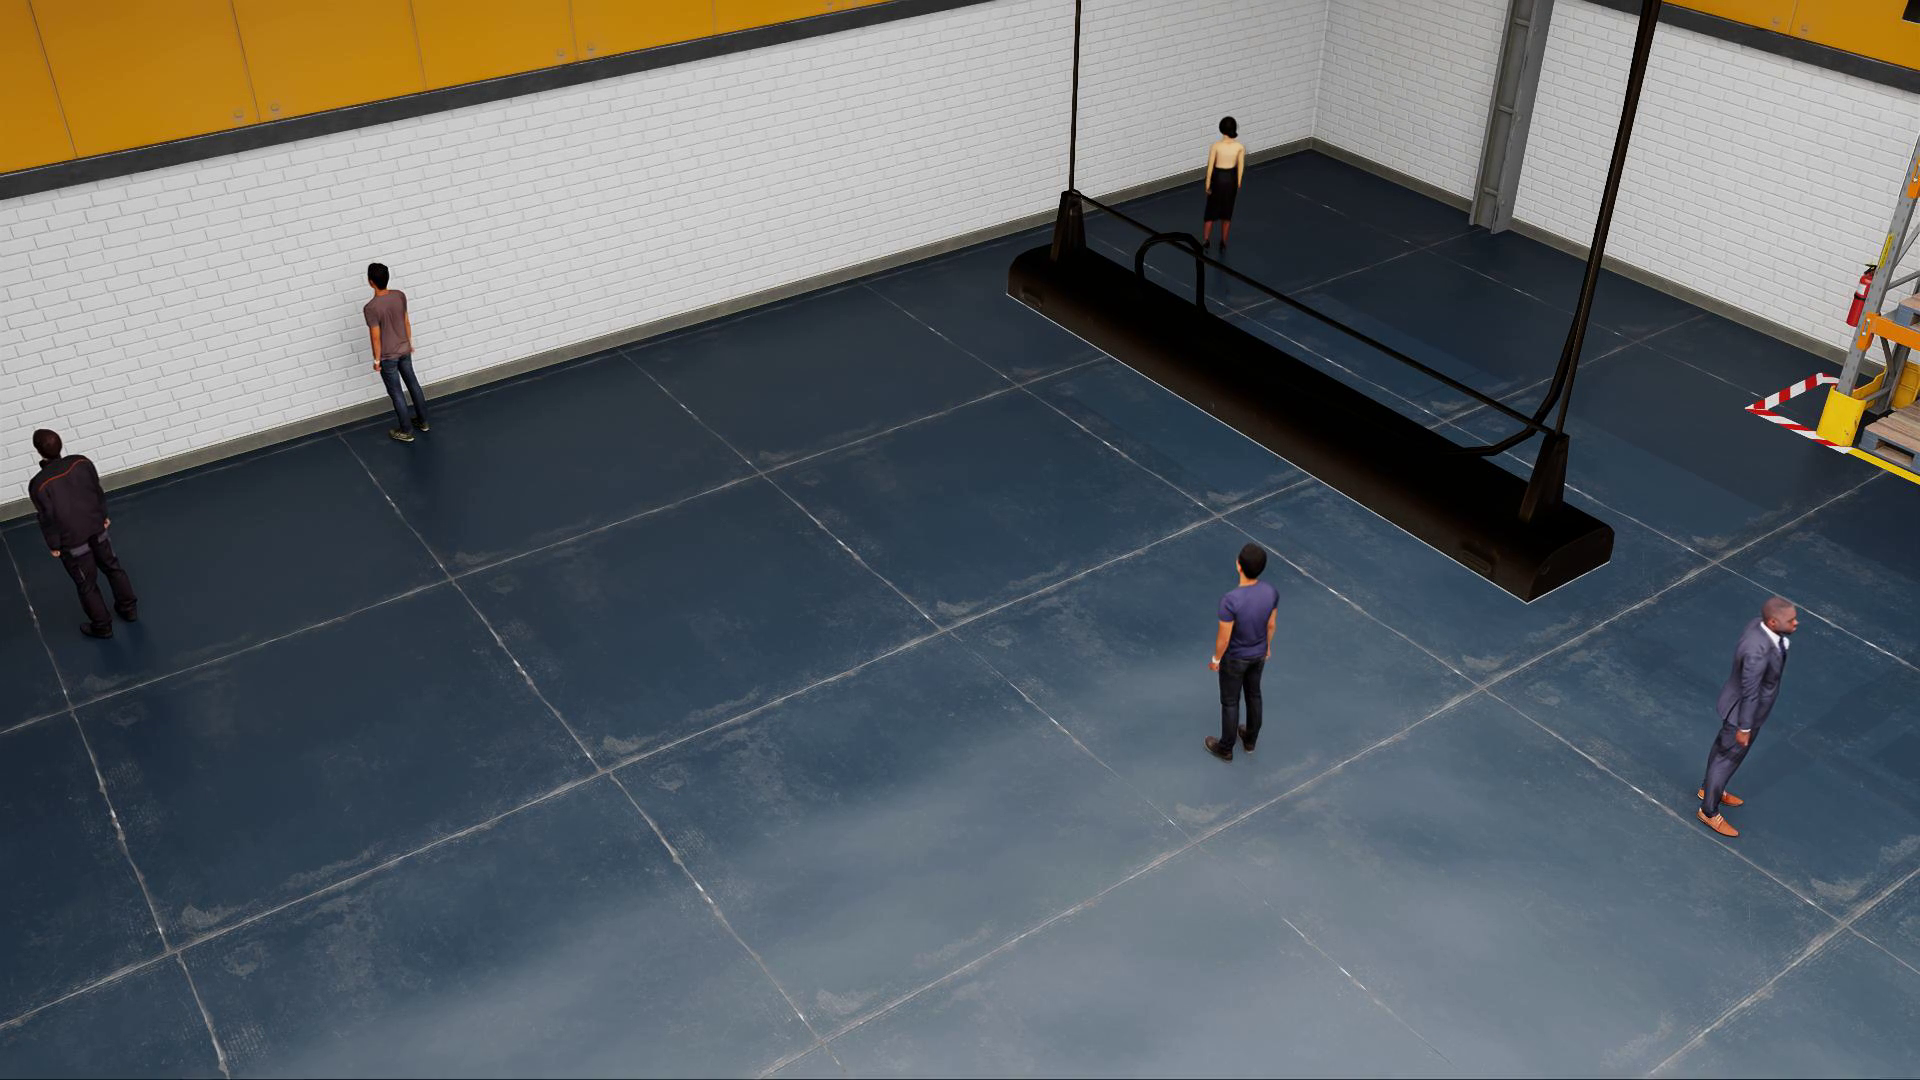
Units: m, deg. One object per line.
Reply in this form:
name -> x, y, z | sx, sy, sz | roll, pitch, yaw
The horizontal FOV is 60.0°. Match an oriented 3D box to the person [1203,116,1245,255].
person -> 3.061, -4.086, 19.246 | 0.686, 1.653, 0.726 | 1, 34, 2

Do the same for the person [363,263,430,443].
person -> -5.325, -1.776, 15.658 | 0.685, 1.778, 0.709 | 19, 38, 26

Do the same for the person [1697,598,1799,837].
person -> 5.294, 1.141, 11.228 | 0.778, 1.824, 0.785 | 16, 37, 22

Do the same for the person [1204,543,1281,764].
person -> 2.008, 0.803, 11.765 | 0.683, 1.793, 0.582 | -15, 36, -21

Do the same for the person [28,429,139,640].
person -> -6.890, -0.062, 13.026 | 0.752, 1.837, 0.796 | 17, 37, 24
